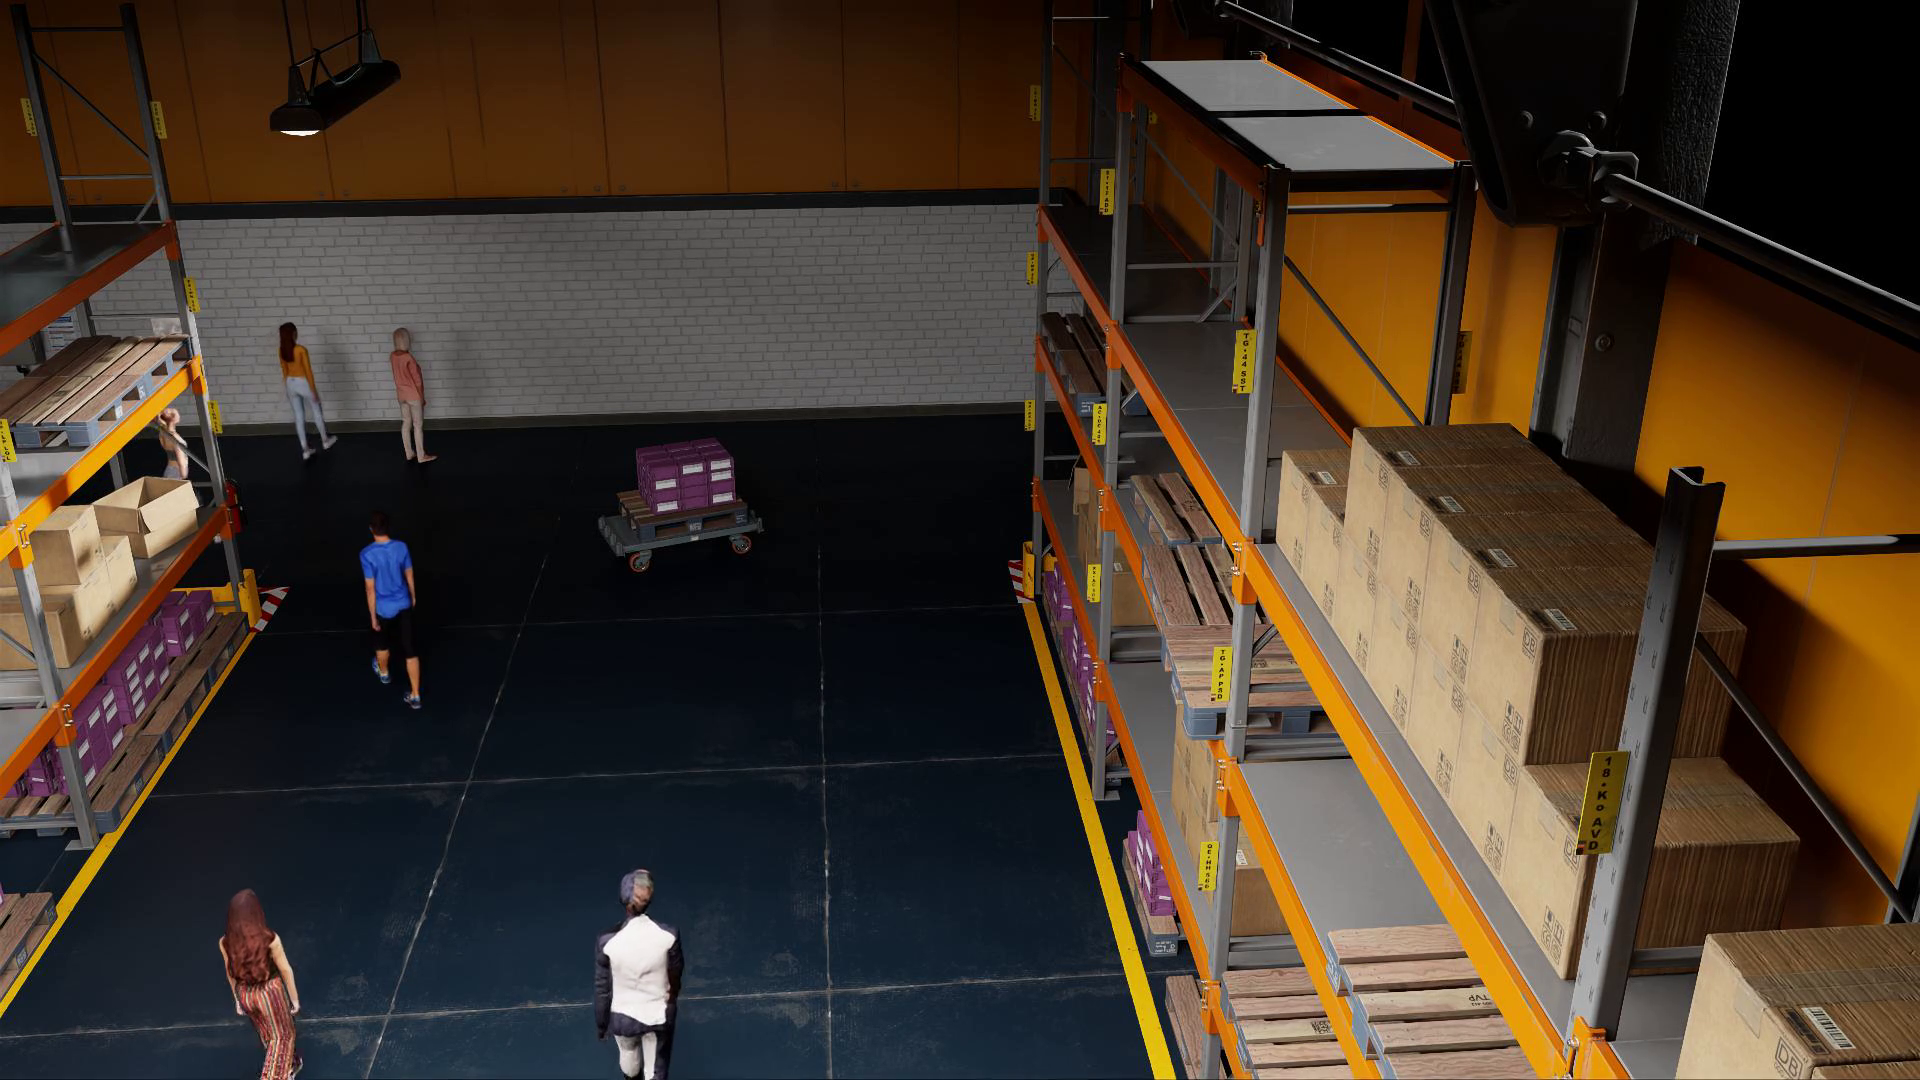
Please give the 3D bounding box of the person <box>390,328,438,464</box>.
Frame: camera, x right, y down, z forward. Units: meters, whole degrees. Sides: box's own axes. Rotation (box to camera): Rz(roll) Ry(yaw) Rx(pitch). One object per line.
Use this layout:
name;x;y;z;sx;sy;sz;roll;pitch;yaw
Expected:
person;-6.873;-1.815;20.760;0.683;1.724;0.715;14;27;29

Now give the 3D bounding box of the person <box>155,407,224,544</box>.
person;-8.560;-0.599;18.049;0.964;1.666;1.084;14;27;29

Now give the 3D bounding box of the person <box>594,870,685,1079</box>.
person;-1.875;2.891;9.837;0.682;1.849;1.088;-3;24;-7

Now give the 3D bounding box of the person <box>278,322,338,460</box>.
person;-8.297;-1.845;20.817;0.747;1.733;0.916;4;24;9

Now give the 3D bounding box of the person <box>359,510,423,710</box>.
person;-5.061;0.671;14.948;0.997;1.825;1.230;-16;28;-32

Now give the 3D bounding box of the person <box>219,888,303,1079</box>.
person;-4.324;2.873;10.258;0.590;1.546;0.937;0;24;0
